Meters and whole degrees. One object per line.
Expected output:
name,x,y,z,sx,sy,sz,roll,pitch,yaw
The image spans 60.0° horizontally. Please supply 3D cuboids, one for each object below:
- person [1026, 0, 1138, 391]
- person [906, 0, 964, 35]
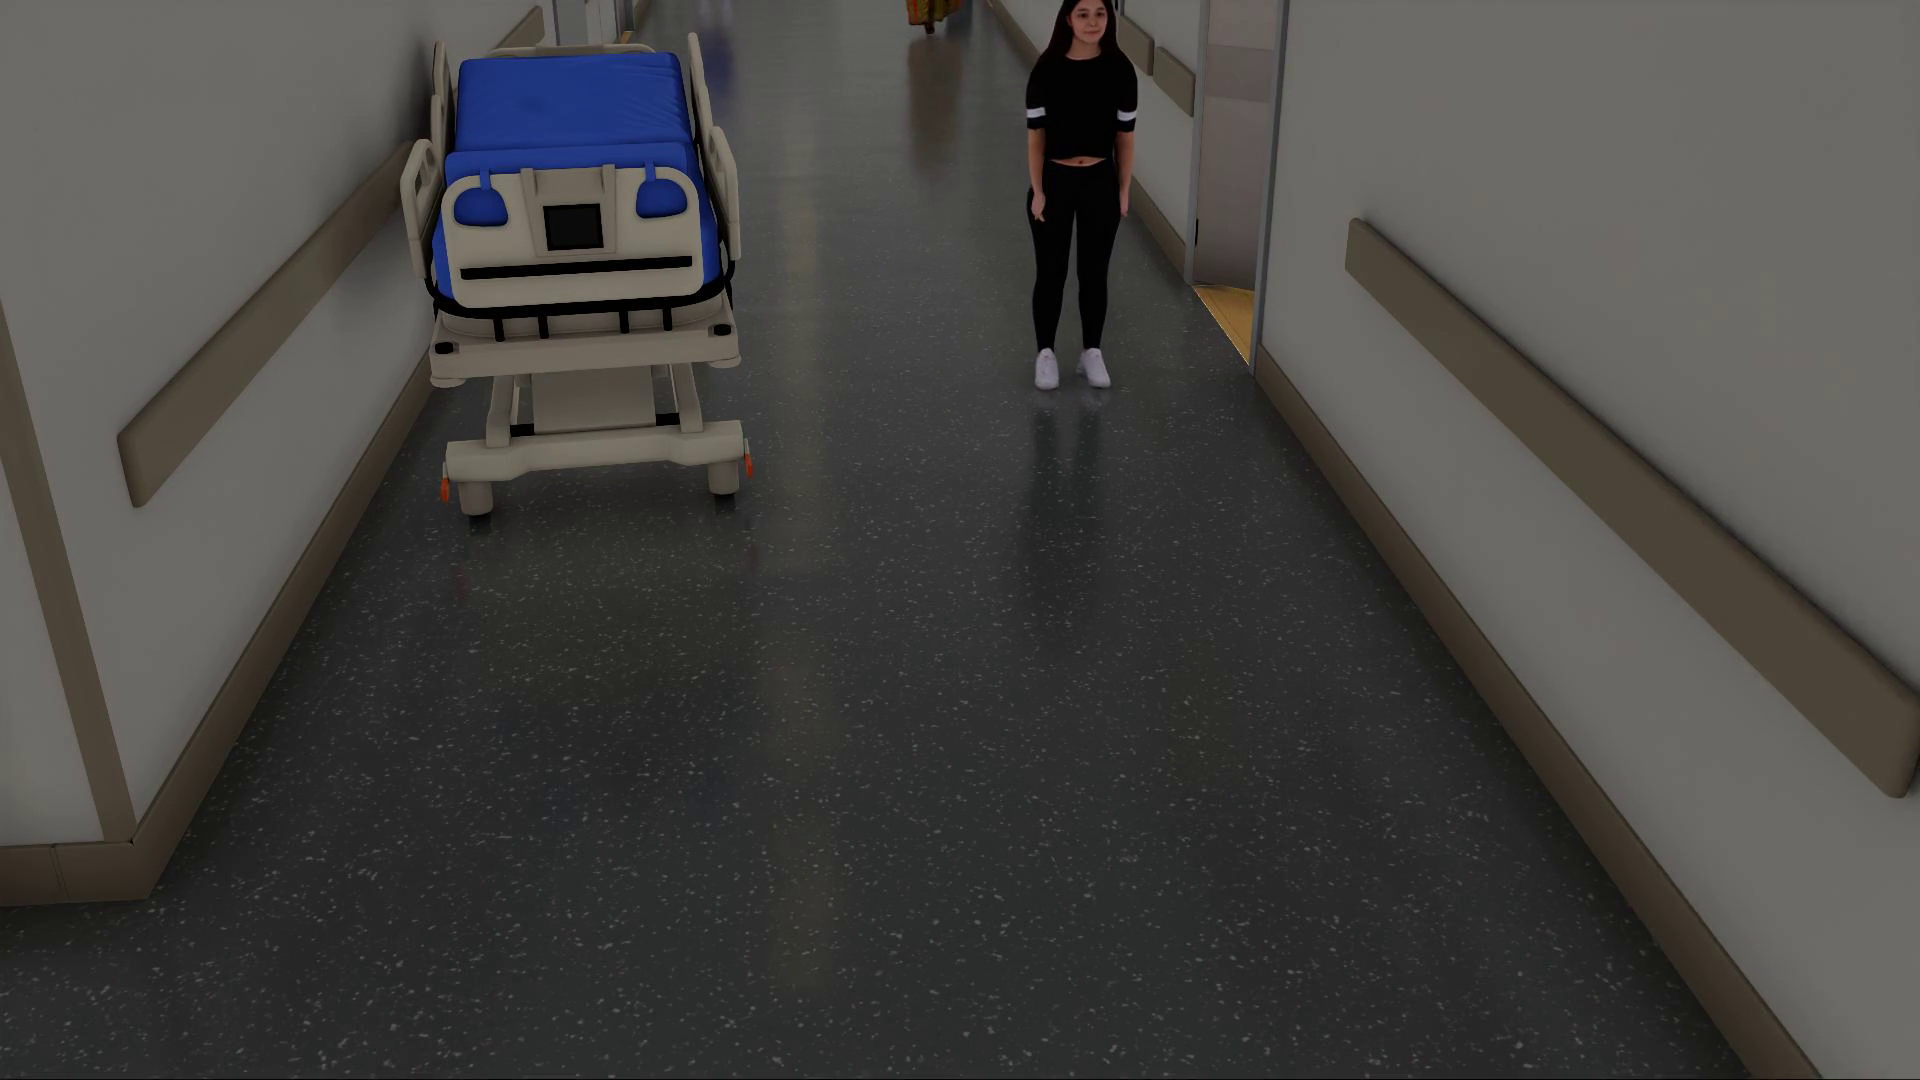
person,0.475,-1.414,6.711,0.498,1.636,0.647,-2,26,-4
person,-0.266,-5.487,15.144,0.964,1.647,0.875,-4,26,-9
